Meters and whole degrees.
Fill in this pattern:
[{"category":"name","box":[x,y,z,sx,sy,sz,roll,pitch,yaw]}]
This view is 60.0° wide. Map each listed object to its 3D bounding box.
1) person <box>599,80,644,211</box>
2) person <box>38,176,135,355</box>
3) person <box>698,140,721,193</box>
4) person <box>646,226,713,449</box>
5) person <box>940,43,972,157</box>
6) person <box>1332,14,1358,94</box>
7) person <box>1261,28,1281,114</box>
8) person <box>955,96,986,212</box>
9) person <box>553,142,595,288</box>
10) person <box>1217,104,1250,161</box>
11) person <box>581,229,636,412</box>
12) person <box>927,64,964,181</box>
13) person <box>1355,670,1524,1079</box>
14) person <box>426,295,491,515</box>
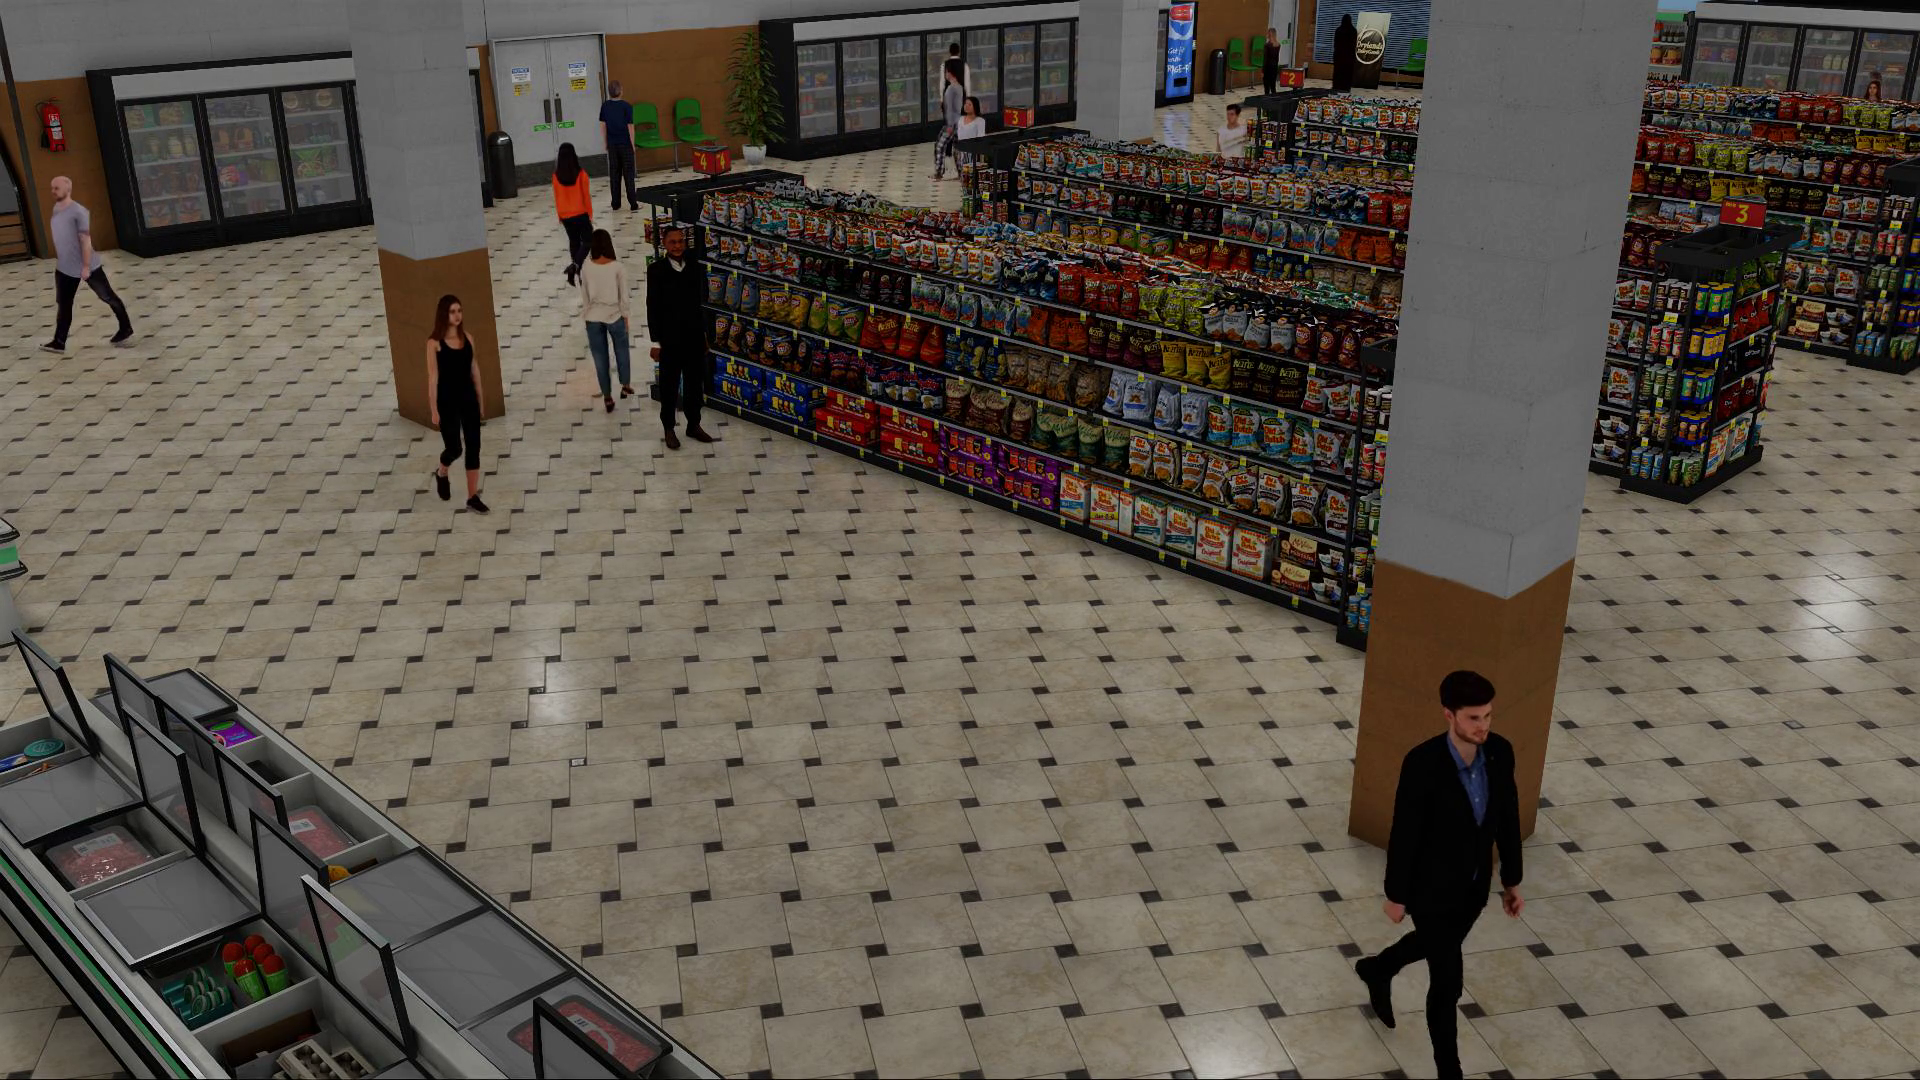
[{"category":"person","box":[-4.994,-5.797,24.436,0.692,1.871,0.802,4,22,10]},{"category":"person","box":[-9.002,-2.828,17.170,1.281,1.779,1.022,10,24,24]},{"category":"person","box":[-2.794,-3.725,19.354,0.884,1.815,0.851,-4,22,-9]},{"category":"person","box":[-2.419,-1.760,14.345,0.738,1.904,0.650,-15,26,-33]},{"category":"person","box":[-0.091,-7.728,29.180,0.755,1.917,0.842,2,22,5]},{"category":"person","box":[8.584,-10.837,37.133,0.716,1.756,0.826,7,23,16]},{"category":"person","box":[6.411,-9.702,34.379,0.623,1.703,0.518,-17,28,-36]},{"category":"person","box":[0.172,-5.621,24.257,0.739,1.677,0.547,-19,29,-39]},{"category":"person","box":[-4.569,-3.789,19.623,0.946,1.733,0.916,7,23,17]},{"category":"person","box":[3.757,-5.038,22.690,0.903,1.765,0.836,12,25,27]},{"category":"person","box":[-3.266,-1.992,15.237,0.872,1.668,0.930,0,22,1]},{"category":"person","box":[-0.026,-6.660,26.645,1.033,1.825,0.864,9,24,22]},{"category":"person","box":[1.919,1.334,6.700,0.963,1.863,1.269,-10,24,-24]},{"category":"person","box":[-3.920,-1.049,12.824,0.572,1.719,0.755,-20,29,-41]}]
